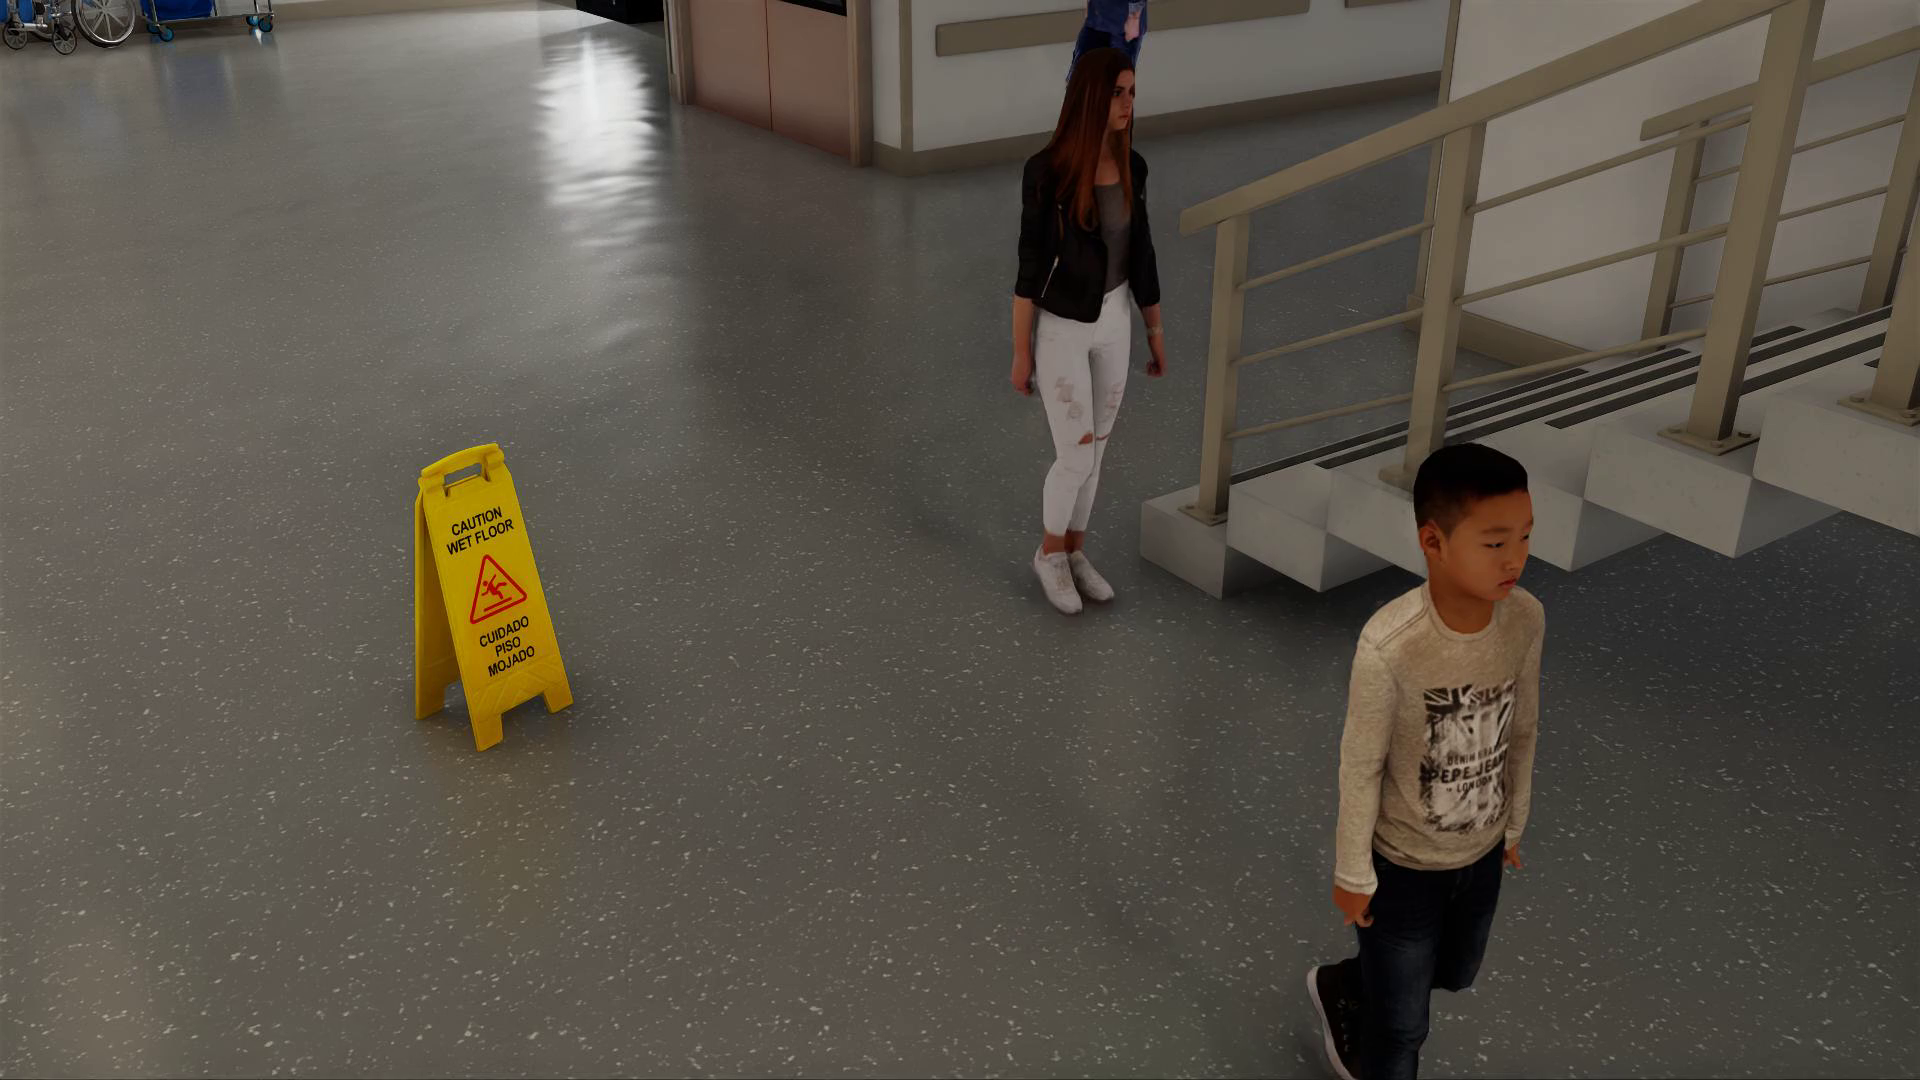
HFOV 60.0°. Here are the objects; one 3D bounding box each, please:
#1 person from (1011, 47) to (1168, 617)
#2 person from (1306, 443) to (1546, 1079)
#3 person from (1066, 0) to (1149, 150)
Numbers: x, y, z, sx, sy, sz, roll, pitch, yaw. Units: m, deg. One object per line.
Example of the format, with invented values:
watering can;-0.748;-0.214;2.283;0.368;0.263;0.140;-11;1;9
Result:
person;0.326;-0.627;5.028;0.621;1.695;0.539;-16;30;-30
person;0.802;0.506;2.959;0.643;1.453;0.880;-12;28;-23
person;0.972;-3.095;10.008;0.800;1.815;0.572;-18;31;-33
